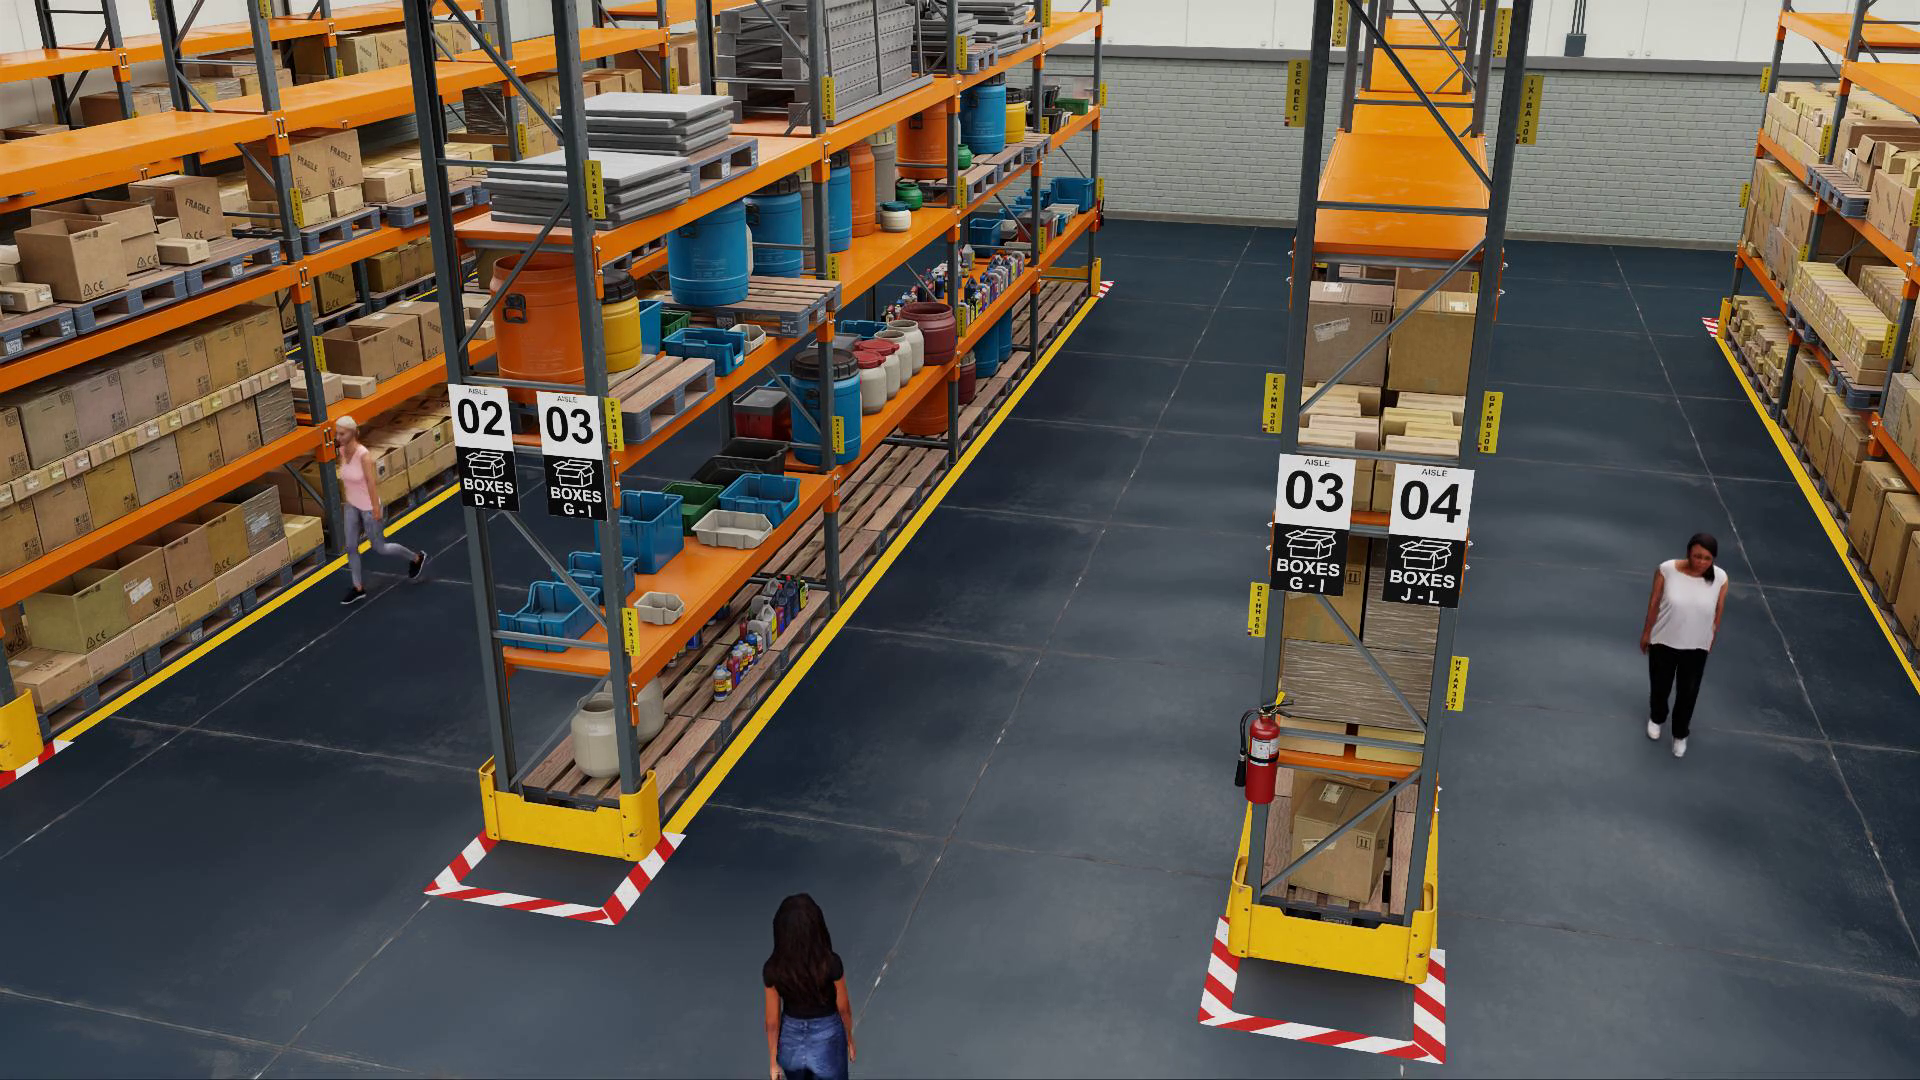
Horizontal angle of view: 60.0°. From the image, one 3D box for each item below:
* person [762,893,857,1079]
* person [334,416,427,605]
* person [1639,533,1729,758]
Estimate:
[{"bbox_3d":[-0.689,2.493,7.788,0.769,1.704,1.211,0,22,1],"label":"person"},{"bbox_3d":[-5.165,-0.305,14.645,0.813,1.691,1.115,16,27,33],"label":"person"},{"bbox_3d":[5.300,0.697,12.227,0.739,1.668,0.820,11,25,25],"label":"person"}]
